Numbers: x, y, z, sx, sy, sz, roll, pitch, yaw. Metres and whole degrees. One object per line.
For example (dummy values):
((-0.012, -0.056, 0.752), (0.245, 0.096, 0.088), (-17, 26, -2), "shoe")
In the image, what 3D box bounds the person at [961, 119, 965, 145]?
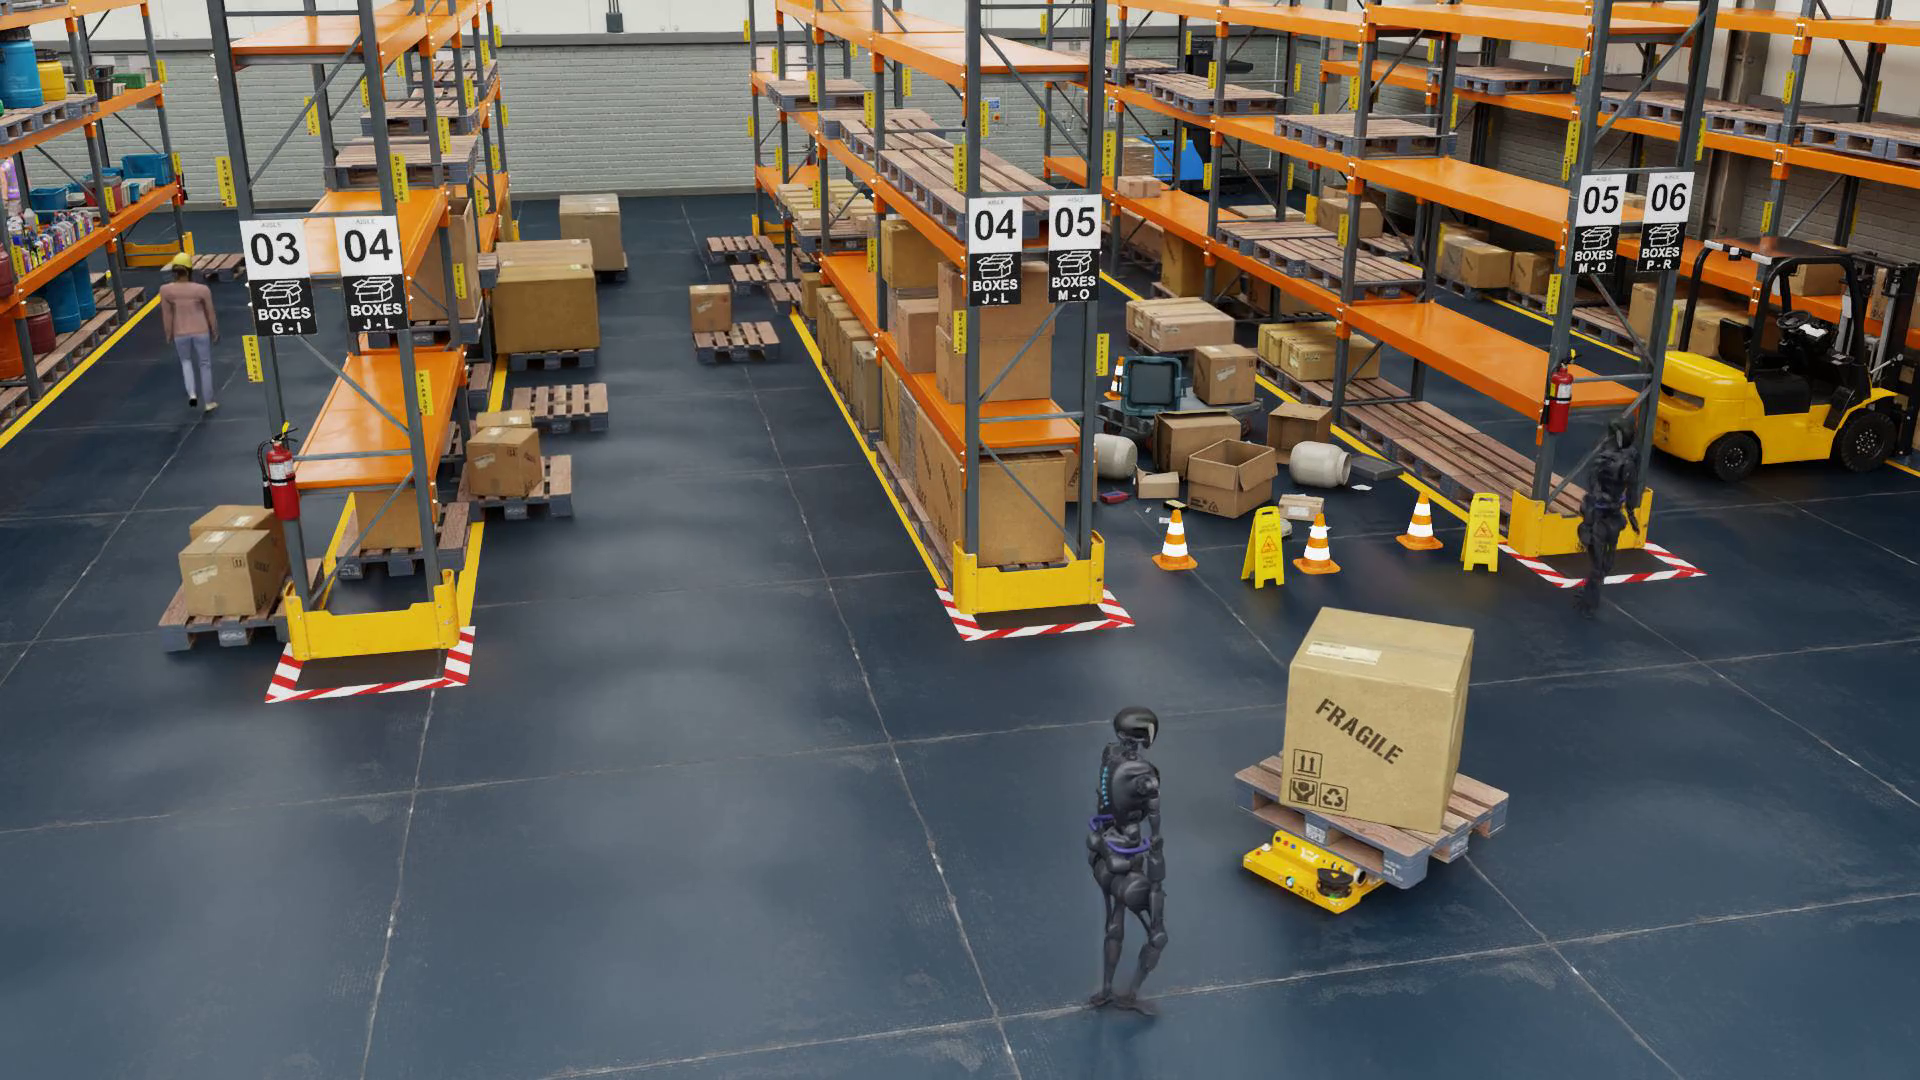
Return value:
((0.150, -6.995, 30.982), (0.318, 1.698, 0.532), (-1, 20, -1), "person")

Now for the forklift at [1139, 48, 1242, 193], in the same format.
((4.566, -8.313, 32.860), (1.873, 2.768, 1.129), (-4, 21, -12), "forklift")

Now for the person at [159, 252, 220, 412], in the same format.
((-8.388, -2.267, 18.172), (0.557, 1.754, 0.385), (-5, 21, -13), "person")

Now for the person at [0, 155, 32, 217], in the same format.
((-15.370, -5.566, 27.157), (0.349, 1.688, 0.489), (11, 23, 27), "person")

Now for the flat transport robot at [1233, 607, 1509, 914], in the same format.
((2.340, 1.697, 9.634), (1.431, 0.231, 0.659), (-17, 26, -39), "flat transport robot")

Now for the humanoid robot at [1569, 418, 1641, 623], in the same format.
((4.898, -0.186, 12.747), (0.611, 1.645, 0.545), (-8, 22, -21), "humanoid robot")

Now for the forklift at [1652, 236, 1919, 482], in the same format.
((8.013, -1.814, 16.330), (2.313, 2.155, 1.214), (-4, 21, -12), "forklift")

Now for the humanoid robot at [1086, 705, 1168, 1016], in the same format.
((0.806, 1.538, 8.037), (0.332, 1.655, 0.593), (-9, 22, -22), "humanoid robot")

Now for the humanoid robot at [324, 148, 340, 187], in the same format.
((-10.237, -5.627, 27.353), (0.583, 1.643, 0.589), (7, 21, 18), "humanoid robot")
